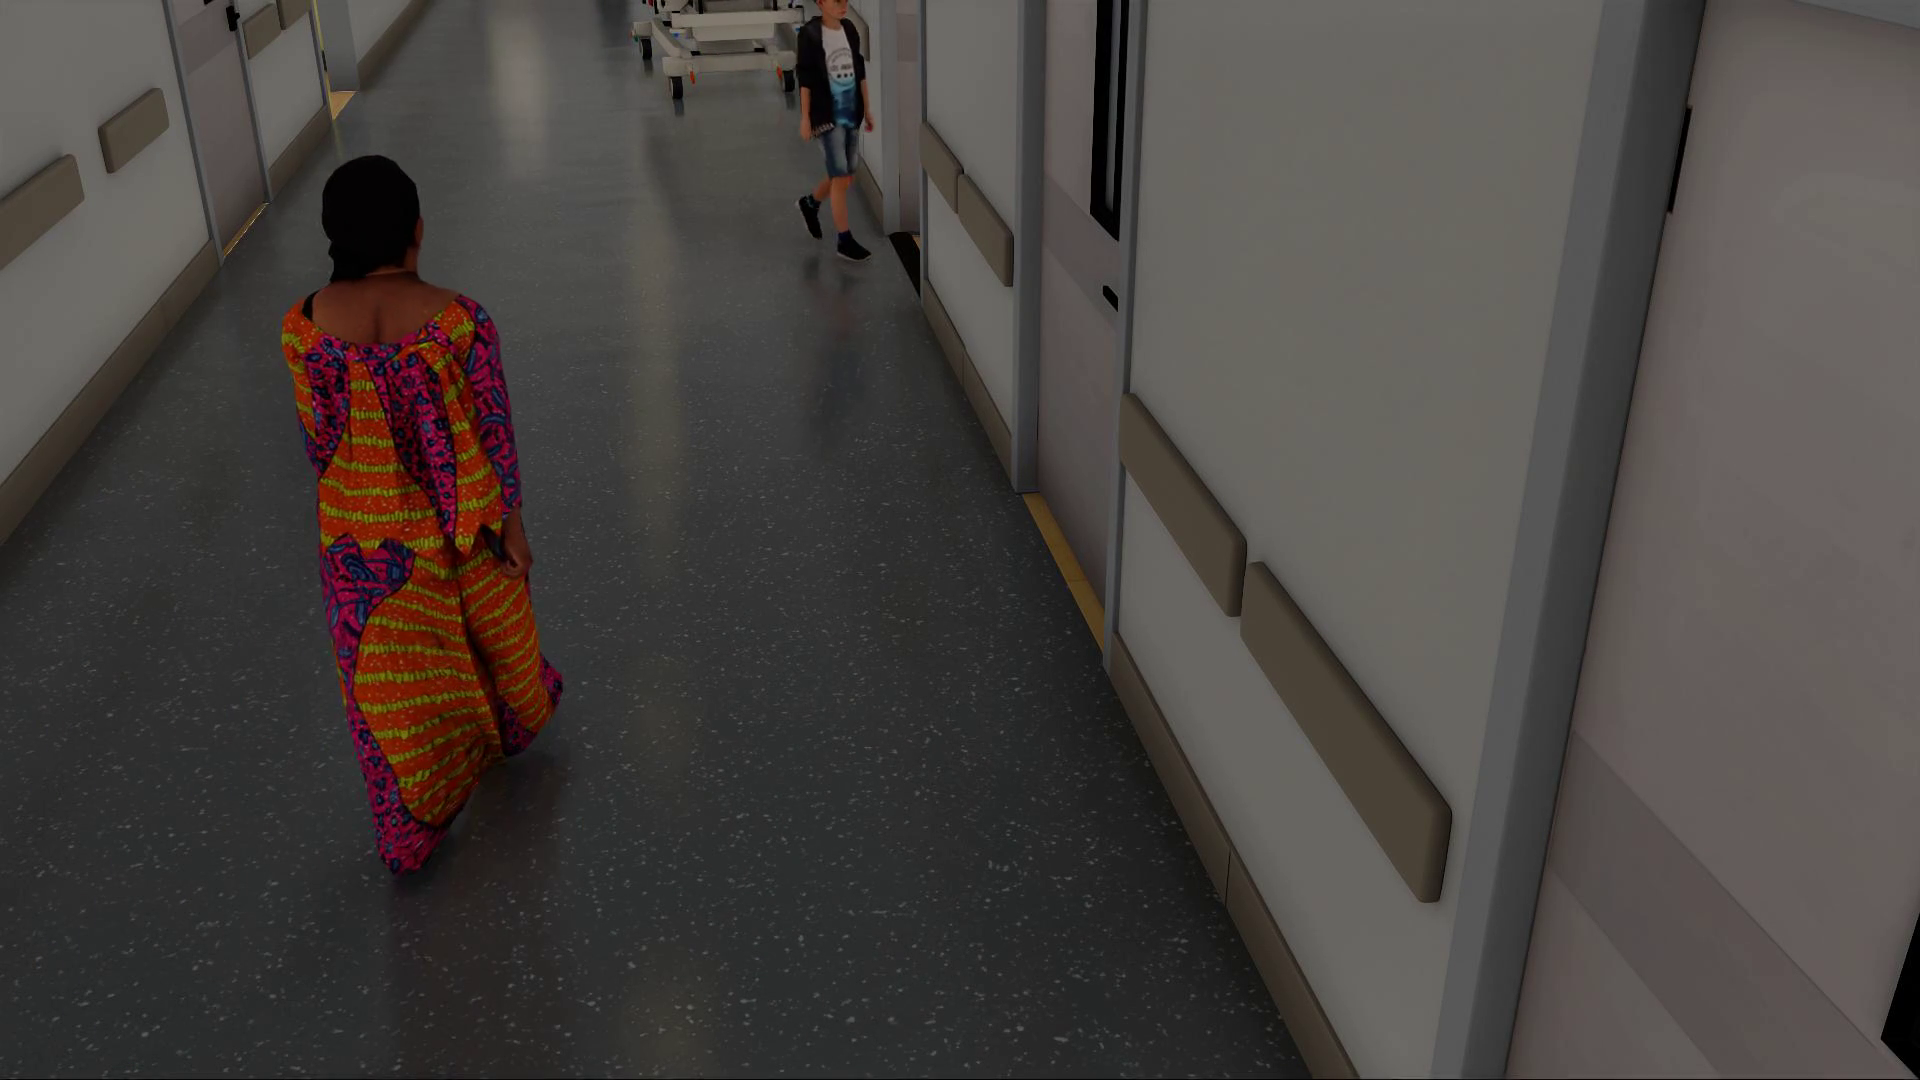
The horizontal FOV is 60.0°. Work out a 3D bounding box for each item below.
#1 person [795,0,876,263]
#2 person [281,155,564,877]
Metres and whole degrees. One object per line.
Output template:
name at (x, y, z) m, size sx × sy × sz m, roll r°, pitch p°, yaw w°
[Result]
person at (-0.672, -2.176, 8.525) m, size 0.913 × 1.427 × 0.905 m, roll 22°, pitch 33°, yaw 38°
person at (-1.263, -0.037, 3.805) m, size 1.054 × 1.673 × 0.822 m, roll -1°, pitch 26°, yaw -3°
